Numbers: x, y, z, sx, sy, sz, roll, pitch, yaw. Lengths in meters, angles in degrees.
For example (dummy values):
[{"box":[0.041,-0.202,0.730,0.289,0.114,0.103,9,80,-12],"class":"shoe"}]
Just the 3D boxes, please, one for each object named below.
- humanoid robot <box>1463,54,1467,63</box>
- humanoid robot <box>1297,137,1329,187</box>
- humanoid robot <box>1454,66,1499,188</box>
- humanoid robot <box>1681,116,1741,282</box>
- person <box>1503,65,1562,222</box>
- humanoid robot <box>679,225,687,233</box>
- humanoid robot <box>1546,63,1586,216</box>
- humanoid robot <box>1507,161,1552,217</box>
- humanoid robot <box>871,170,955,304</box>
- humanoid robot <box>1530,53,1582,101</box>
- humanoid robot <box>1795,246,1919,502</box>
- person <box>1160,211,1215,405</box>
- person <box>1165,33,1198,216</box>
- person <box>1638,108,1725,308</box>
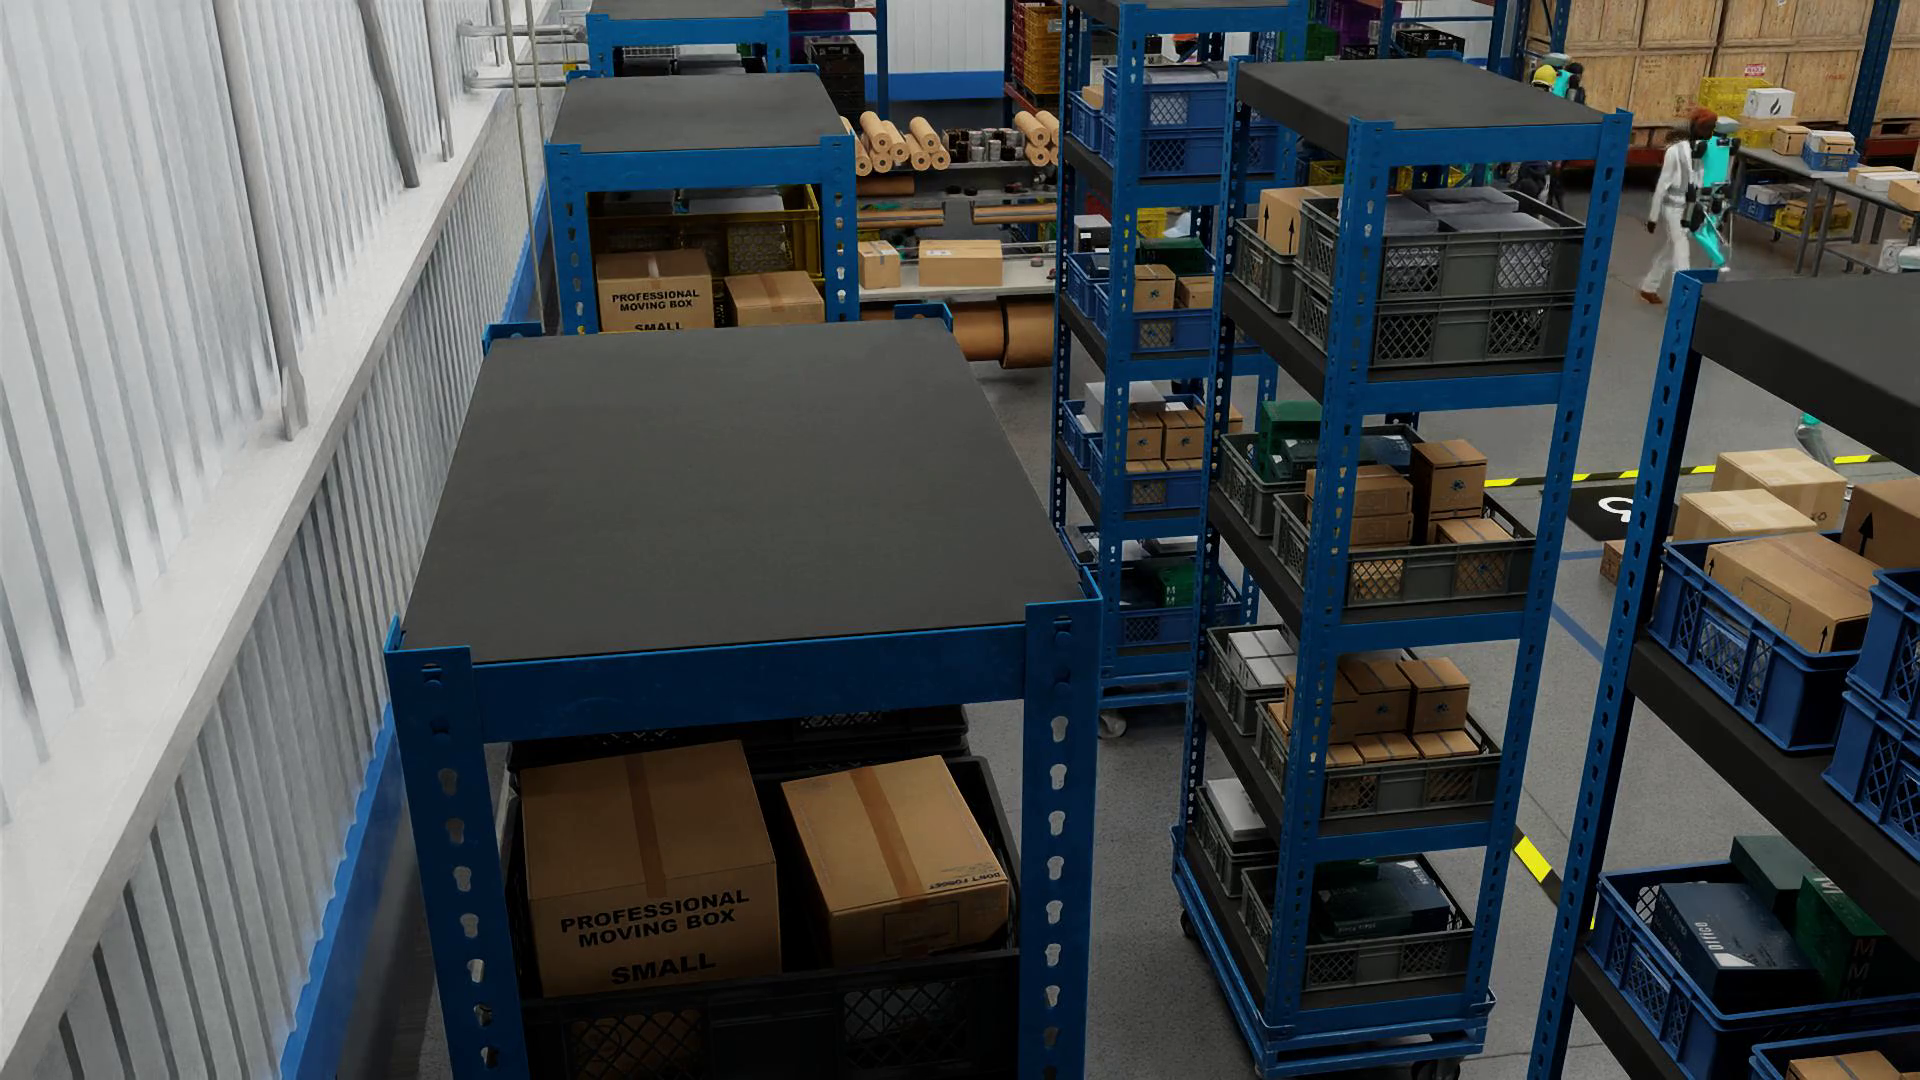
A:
[{"box":[5.150,-4.454,18.200,0.540,1.747,0.747,-13,28,-26],"class":"humanoid robot"},{"box":[3.988,-4.447,18.377,0.821,1.639,0.609,-4,25,-8],"class":"humanoid robot"},{"box":[5.413,-4.067,17.368,0.544,1.785,0.674,10,27,21],"class":"humanoid robot"},{"box":[6.653,-2.749,14.552,0.554,1.816,0.720,-13,28,-26],"class":"humanoid robot"},{"box":[5.796,-3.863,16.822,0.599,1.831,0.404,12,27,24],"class":"person"},{"box":[-2.323,-2.736,14.644,0.593,1.642,0.795,0,25,-1],"class":"humanoid robot"},{"box":[6.521,-4.334,18.068,0.599,1.650,0.610,-17,29,-32],"class":"humanoid robot"},{"box":[5.606,-3.582,16.395,0.394,1.648,0.587,15,29,30],"class":"humanoid robot"},{"box":[-0.283,-2.416,13.807,0.966,1.755,0.593,-12,27,-25],"class":"humanoid robot"},{"box":[6.199,-4.279,17.840,0.542,1.764,0.762,19,31,35],"class":"humanoid robot"},{"box":[5.774,-1.102,10.777,0.735,1.677,0.533,14,28,28],"class":"humanoid robot"},{"box":[1.511,-1.311,11.254,0.396,1.850,0.596,-5,25,-11],"class":"person"},{"box":[2.410,-4.574,18.121,0.368,2.044,0.606,22,32,39],"class":"person"},{"box":[6.430,-2.866,14.656,0.579,1.833,0.988,-10,27,-21],"class":"person"}]
